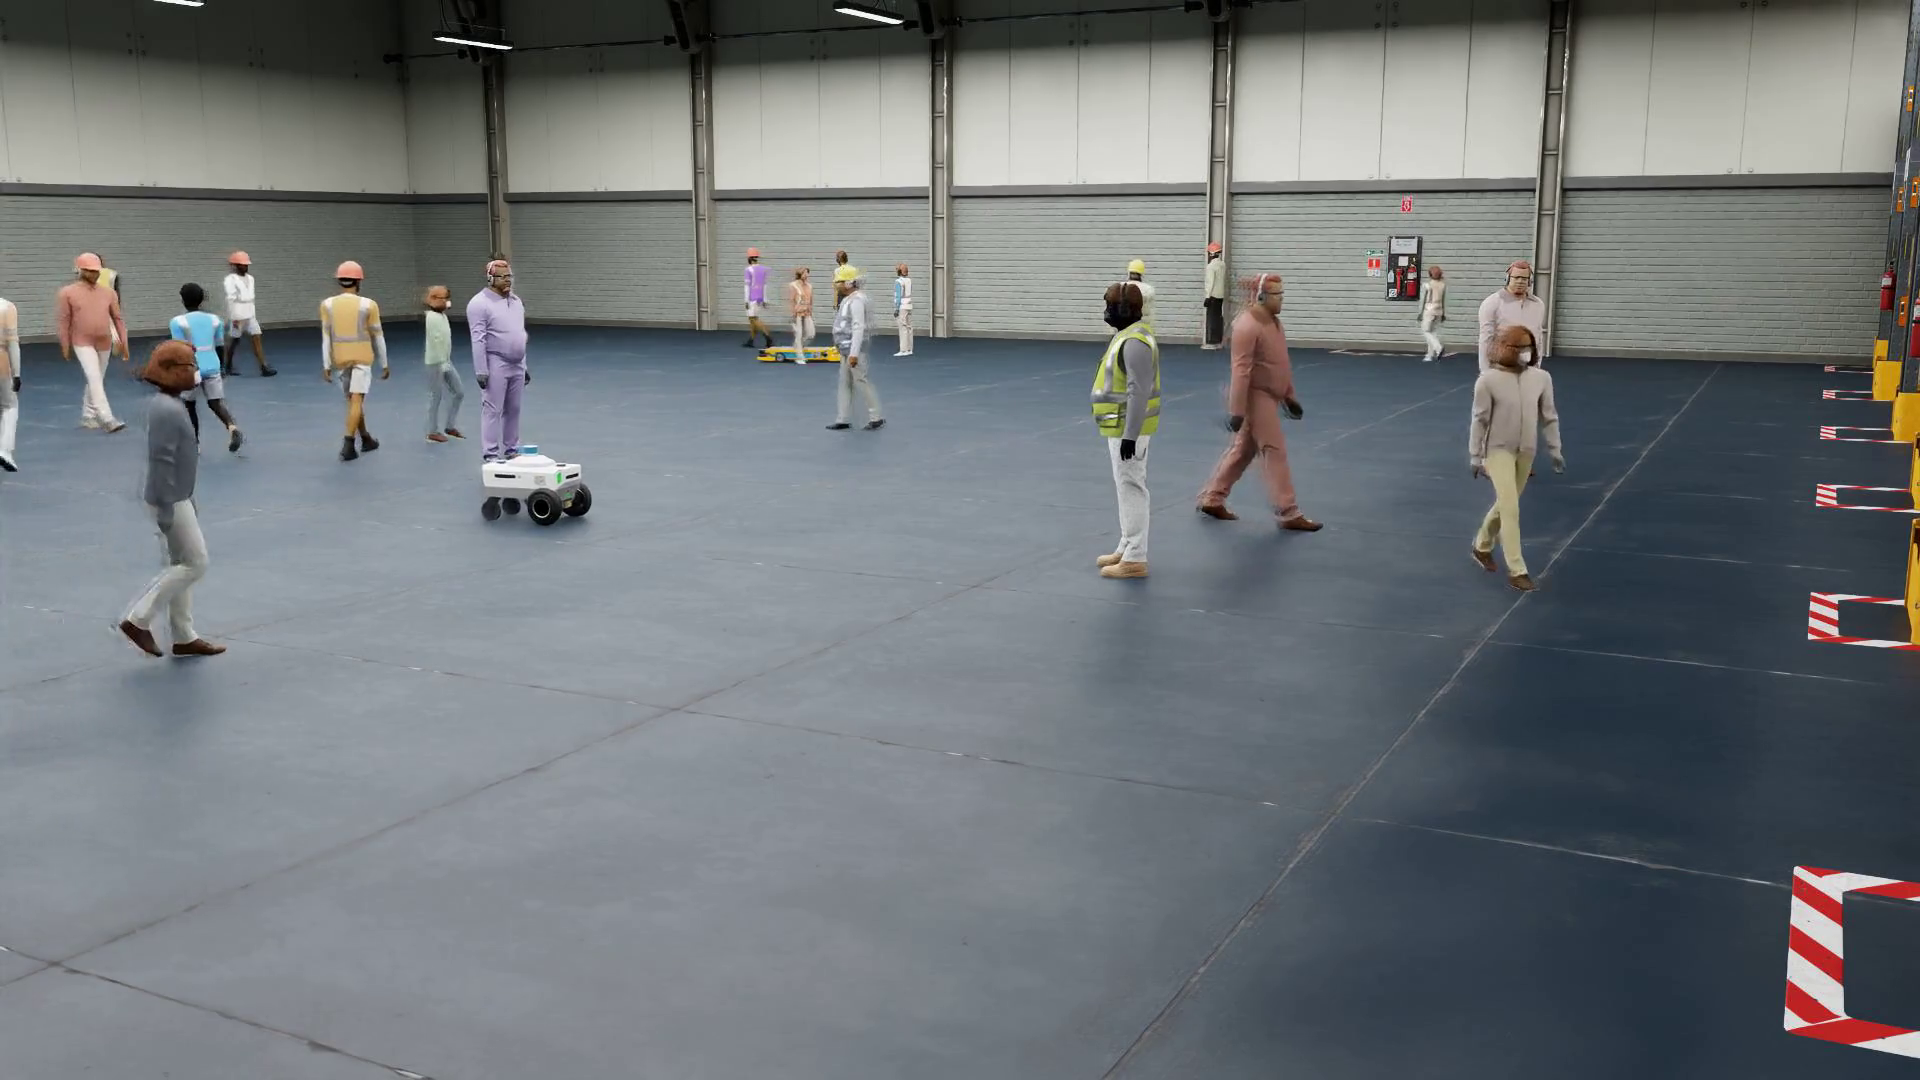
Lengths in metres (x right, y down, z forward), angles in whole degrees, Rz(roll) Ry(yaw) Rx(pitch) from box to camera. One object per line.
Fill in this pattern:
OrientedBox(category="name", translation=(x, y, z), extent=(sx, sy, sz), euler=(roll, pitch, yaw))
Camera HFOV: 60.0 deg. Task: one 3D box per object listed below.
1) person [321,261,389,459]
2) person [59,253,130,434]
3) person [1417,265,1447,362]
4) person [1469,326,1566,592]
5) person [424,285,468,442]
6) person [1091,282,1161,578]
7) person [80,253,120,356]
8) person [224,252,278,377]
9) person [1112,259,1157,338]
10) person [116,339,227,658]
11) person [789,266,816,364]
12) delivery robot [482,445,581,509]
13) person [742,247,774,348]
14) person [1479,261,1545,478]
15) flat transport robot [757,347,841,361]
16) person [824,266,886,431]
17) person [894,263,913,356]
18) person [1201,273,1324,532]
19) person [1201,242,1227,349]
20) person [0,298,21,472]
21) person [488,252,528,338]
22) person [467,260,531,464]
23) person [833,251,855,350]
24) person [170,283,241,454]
OrientedBox(category="person", translation=(-5.851, -1.742, 16.069), extent=(0.564, 1.889, 1.006), euler=(0, 10, 1))
OrientedBox(category="person", translation=(-9.399, -2.136, 18.075), extent=(1.089, 1.936, 0.629), euler=(8, 13, 38))
OrientedBox(category="person", translation=(7.954, -3.775, 27.843), extent=(0.513, 1.627, 0.594), euler=(-4, 11, -23))
OrientedBox(category="person", translation=(3.380, -0.529, 10.251), extent=(0.513, 1.592, 0.863), euler=(-3, 11, -15))
OrientedBox(category="person", translation=(-5.300, -1.804, 17.131), extent=(0.499, 1.615, 0.505), euler=(1, 10, 4))
OrientedBox(category="person", translation=(1.033, -0.687, 10.427), extent=(0.429, 1.839, 0.633), euler=(0, 10, 2))
OrientedBox(category="person", translation=(-14.971, -4.084, 29.009), extent=(0.631, 1.824, 0.771), euler=(-9, 13, -39))
OrientedBox(category="person", translation=(-10.823, -3.400, 25.117), extent=(1.013, 1.883, 0.568), euler=(5, 12, 25))
OrientedBox(category="person", translation=(2.271, -2.751, 21.737), extent=(0.592, 1.822, 0.475), euler=(4, 11, 20))
OrientedBox(category="person", translation=(-3.943, -0.185, 8.276), extent=(0.395, 1.620, 0.505), euler=(-5, 11, -24))
OrientedBox(category="person", translation=(-2.611, -3.711, 27.514), extent=(0.364, 1.626, 0.522), euler=(9, 14, 42))
OrientedBox(category="delivery robot", translation=(-3.213, -0.466, 12.473), extent=(0.707, 0.478, 0.477), euler=(4, 11, 19))
OrientedBox(category="person", translation=(-3.823, -4.564, 31.379), extent=(0.796, 1.916, 0.548), euler=(7, 13, 35))
OrientedBox(category="person", translation=(4.883, -1.500, 14.690), extent=(0.643, 1.905, 0.399), euler=(-3, 11, -16))
OrientedBox(category="flat transport robot", translation=(-2.670, -3.156, 28.171), extent=(1.431, 0.197, 0.652), euler=(1, 10, 5))
OrientedBox(category="person", translation=(-1.124, -2.070, 18.153), extent=(0.750, 1.810, 0.644), euler=(-2, 11, -13))
OrientedBox(category="person", translation=(-1.003, -4.062, 29.373), extent=(0.315, 1.640, 0.514), euler=(5, 12, 26))
OrientedBox(category="person", translation=(2.204, -1.015, 12.189), extent=(0.978, 1.863, 0.643), euler=(5, 12, 25))
OrientedBox(category="person", translation=(4.765, -4.573, 31.196), extent=(0.377, 1.995, 0.608), euler=(7, 13, 34))
OrientedBox(category="person", translation=(-8.647, -1.512, 14.778), extent=(0.584, 1.903, 0.481), euler=(-3, 11, -15))
OrientedBox(category="person", translation=(-8.932, -4.720, 32.523), extent=(0.877, 1.811, 0.621), euler=(-3, 11, -16))
OrientedBox(category="person", translation=(-4.095, -1.548, 14.939), extent=(0.408, 1.906, 0.653), euler=(5, 11, 25))
OrientedBox(category="person", translation=(-2.167, -4.470, 31.063), extent=(0.343, 1.839, 0.506), euler=(8, 13, 38))
OrientedBox(category="person", translation=(-7.306, -1.637, 16.063), extent=(0.687, 1.679, 0.538), euler=(7, 13, 35))
